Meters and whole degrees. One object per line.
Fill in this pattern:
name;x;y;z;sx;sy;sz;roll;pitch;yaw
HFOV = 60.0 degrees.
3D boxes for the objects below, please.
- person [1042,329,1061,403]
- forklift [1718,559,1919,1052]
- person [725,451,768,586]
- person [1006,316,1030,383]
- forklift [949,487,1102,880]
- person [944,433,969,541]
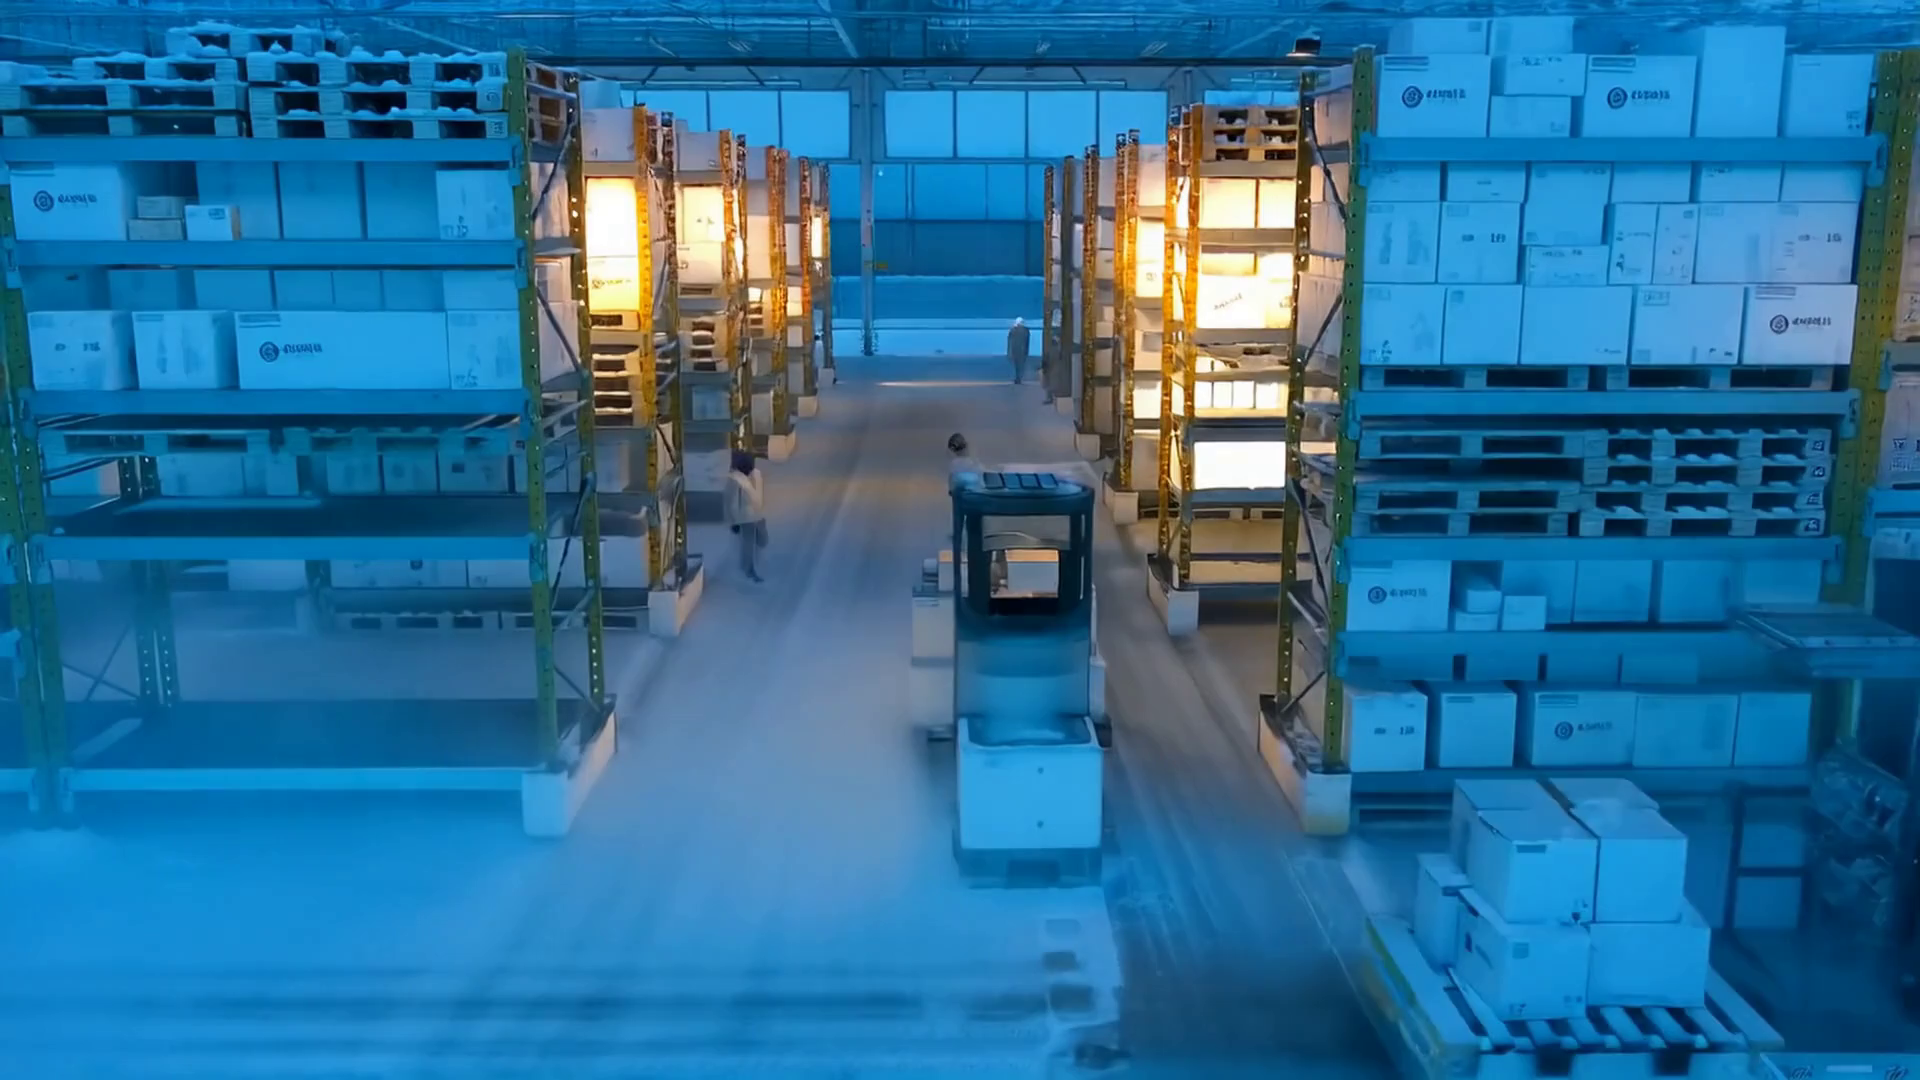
person;2.296;-4.332;41.645;0.478;1.881;0.668;-5;13;-25
forklift;5.768;1.559;9.973;1.873;2.768;1.129;0;11;-1
person;-2.776;-0.287;21.799;0.444;1.807;0.679;8;14;33
person;1.631;-5.353;46.742;0.651;1.879;0.892;0;11;-2
forklift;0.495;0.986;12.813;1.129;2.768;1.873;0;11;-2
person;-0.046;-0.785;24.756;0.395;1.597;0.530;-5;13;-24
